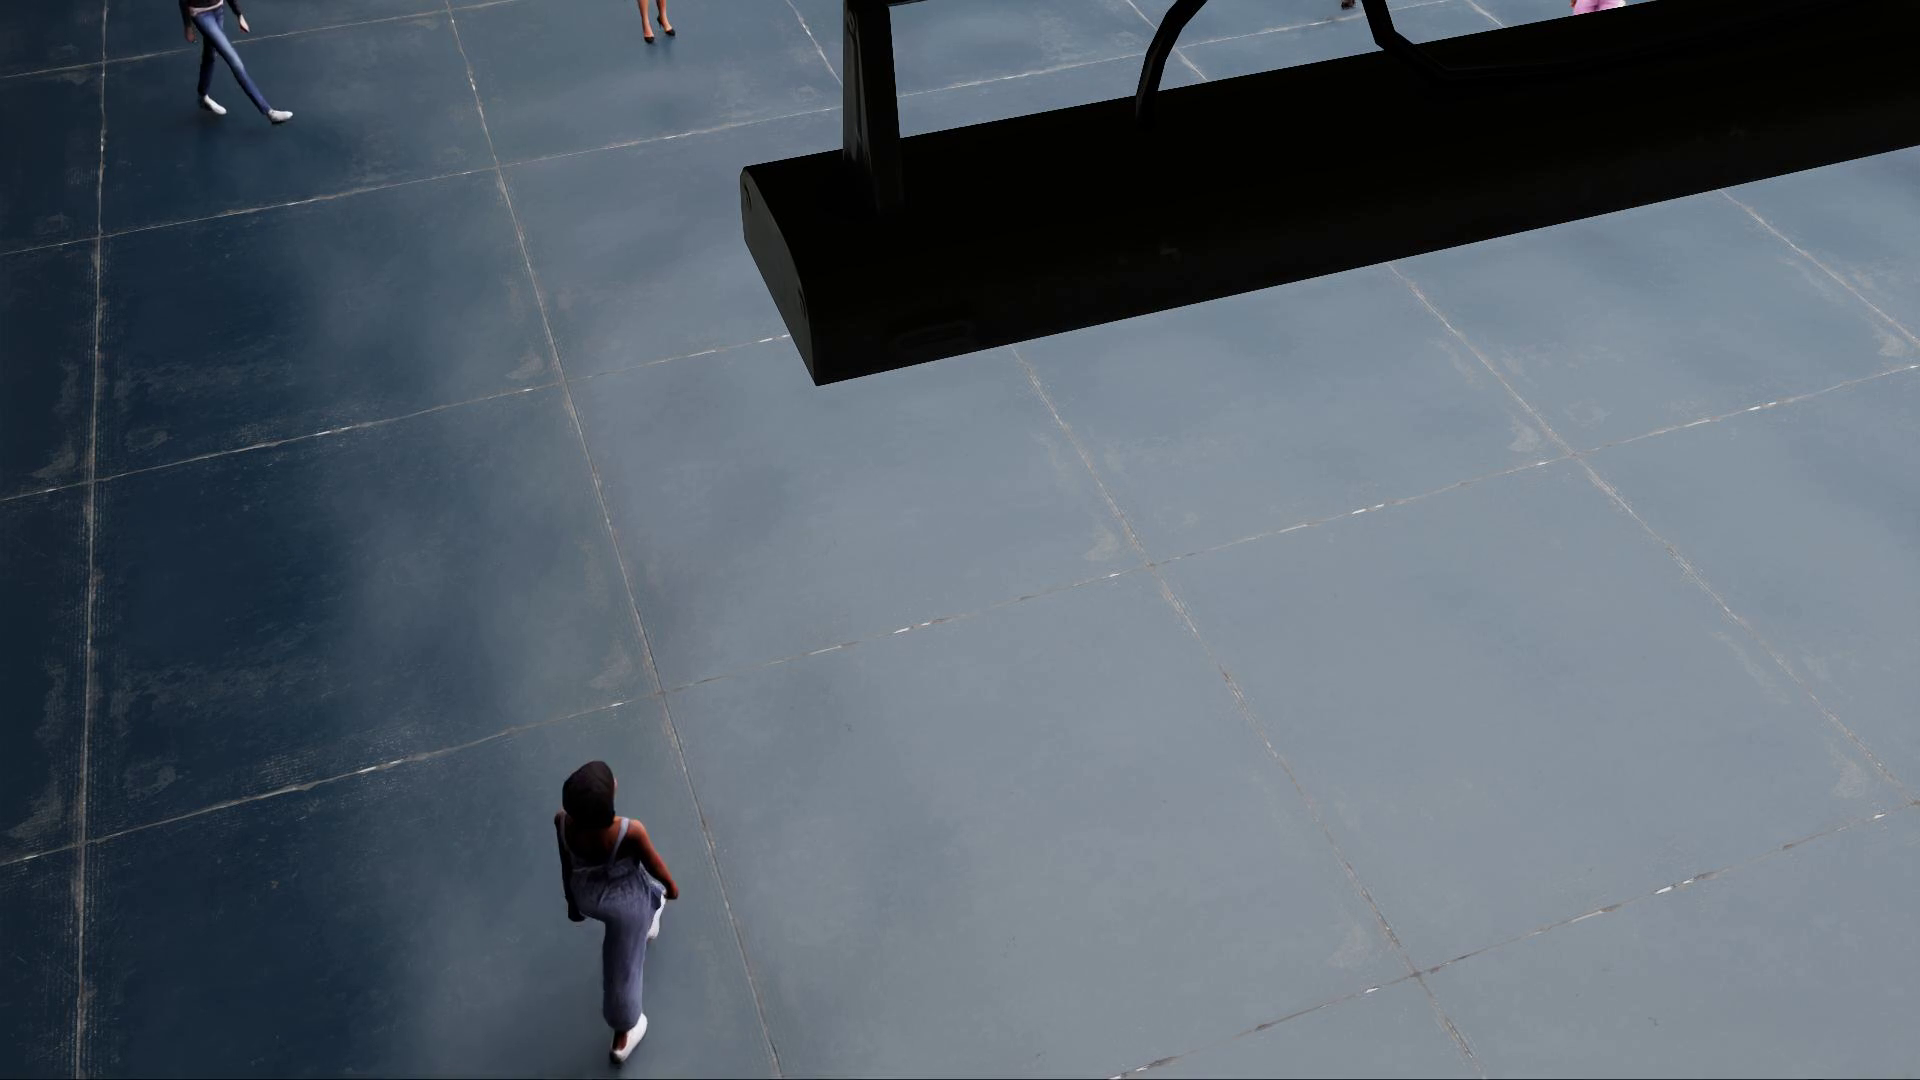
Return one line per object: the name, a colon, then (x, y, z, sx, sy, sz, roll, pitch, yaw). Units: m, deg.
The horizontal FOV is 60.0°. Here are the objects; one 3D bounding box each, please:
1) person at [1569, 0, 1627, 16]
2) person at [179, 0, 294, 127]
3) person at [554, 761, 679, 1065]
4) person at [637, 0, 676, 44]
person: (5.253, -4.454, 13.646, 0.645, 1.742, 0.714, 20, 46, 20)
person: (-6.059, -4.136, 13.318, 1.195, 1.724, 1.170, 16, 45, 16)
person: (-1.526, 1.638, 7.191, 1.009, 1.647, 1.159, 11, 44, 12)
person: (-2.721, -5.185, 14.497, 0.596, 1.648, 0.553, -24, 48, -24)
